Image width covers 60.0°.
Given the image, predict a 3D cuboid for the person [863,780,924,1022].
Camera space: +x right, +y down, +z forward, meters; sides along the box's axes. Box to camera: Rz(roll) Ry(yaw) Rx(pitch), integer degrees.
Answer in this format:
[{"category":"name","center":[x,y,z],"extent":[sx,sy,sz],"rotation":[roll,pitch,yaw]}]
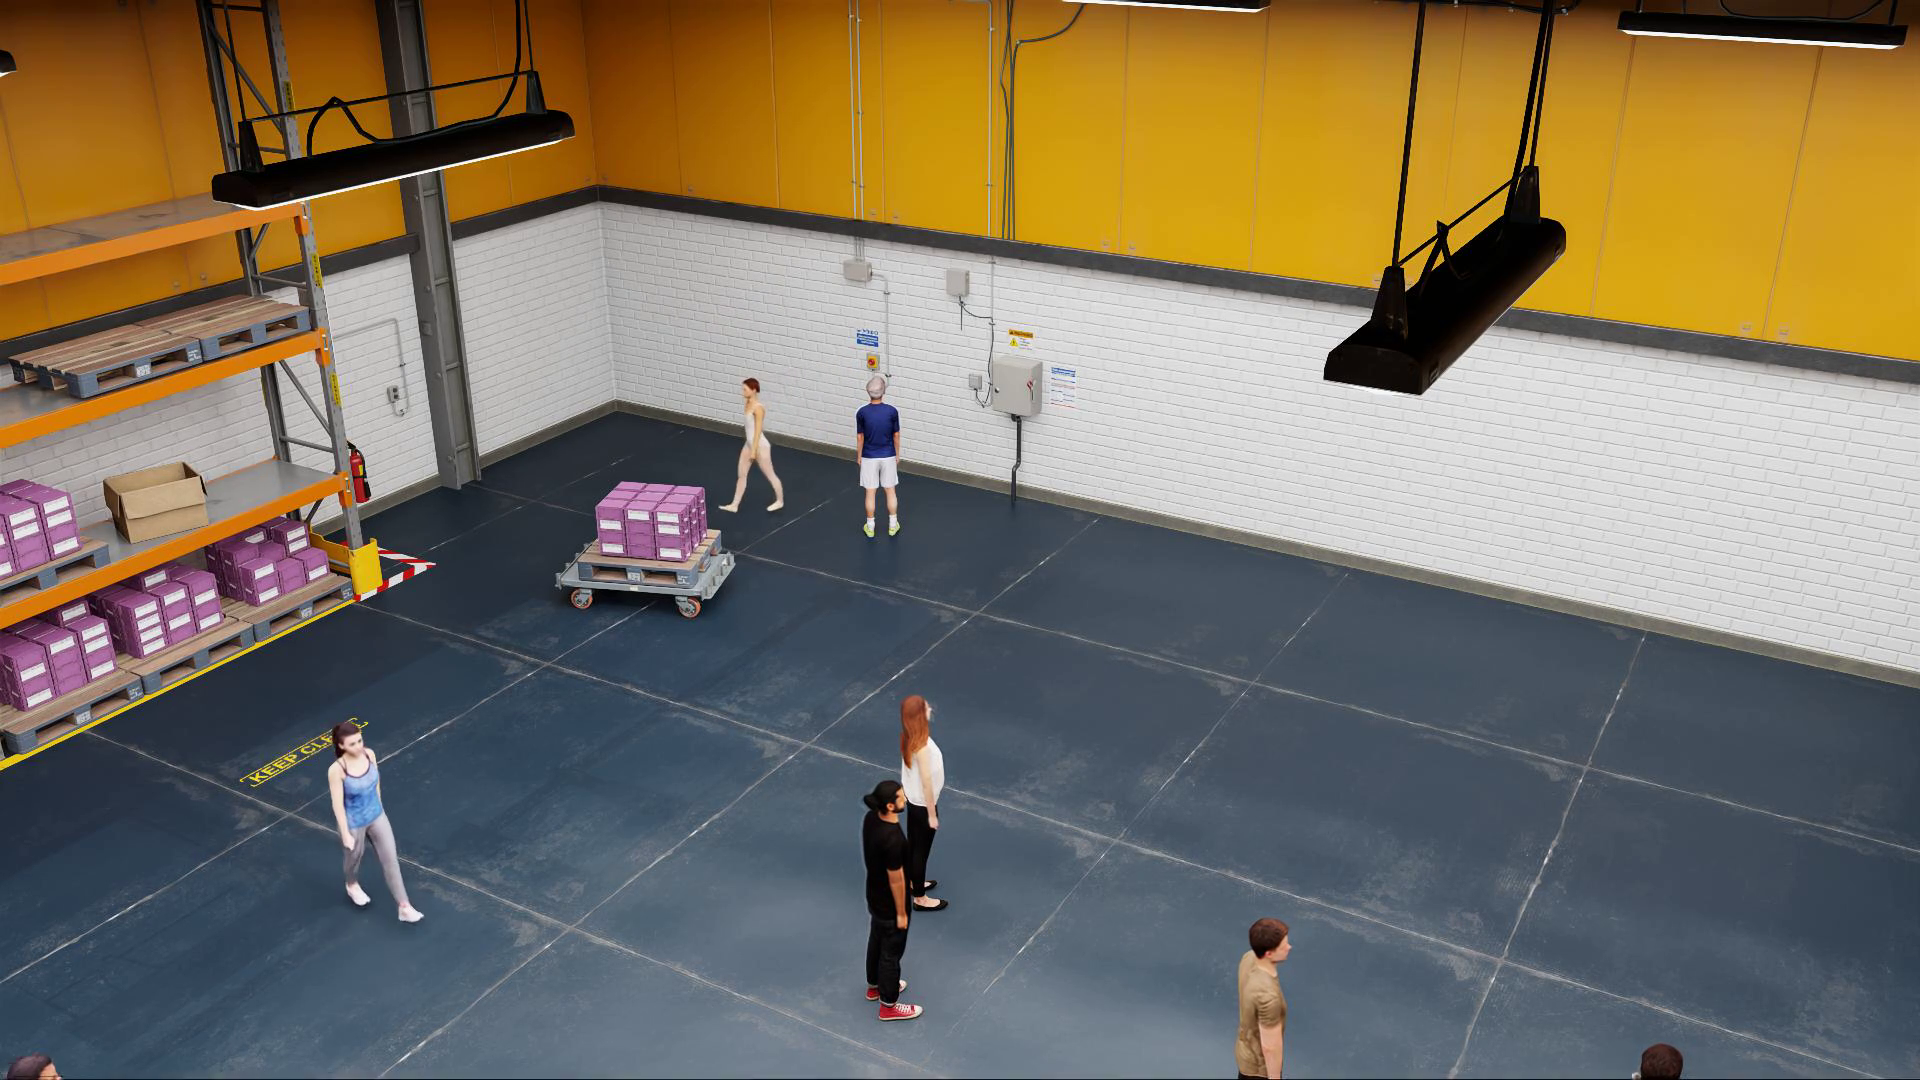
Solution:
[{"category":"person","center":[-0.478,2.351,10.970],"extent":[0.737,1.757,0.709],"rotation":[-10,25,-21]}]

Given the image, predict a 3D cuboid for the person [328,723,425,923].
[{"category":"person","center":[-4.346,2.016,11.969],"extent":[0.717,1.570,1.012],"rotation":[17,29,33]}]

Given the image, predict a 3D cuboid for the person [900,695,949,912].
[{"category":"person","center":[-0.296,1.891,12.064],"extent":[0.700,1.722,0.650],"rotation":[-7,25,-16]}]

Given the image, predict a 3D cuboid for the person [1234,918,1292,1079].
[{"category":"person","center":[1.703,2.943,9.497],"extent":[0.810,1.852,0.705],"rotation":[-1,24,-3]}]

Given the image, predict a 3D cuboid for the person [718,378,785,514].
[{"category":"person","center":[-2.235,-1.060,18.960],"extent":[1.077,1.607,0.852],"rotation":[-16,28,-31]}]

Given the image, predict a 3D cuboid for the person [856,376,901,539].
[{"category":"person","center":[-0.897,-0.925,18.362],"extent":[0.723,1.839,0.756],"rotation":[-3,24,-7]}]
